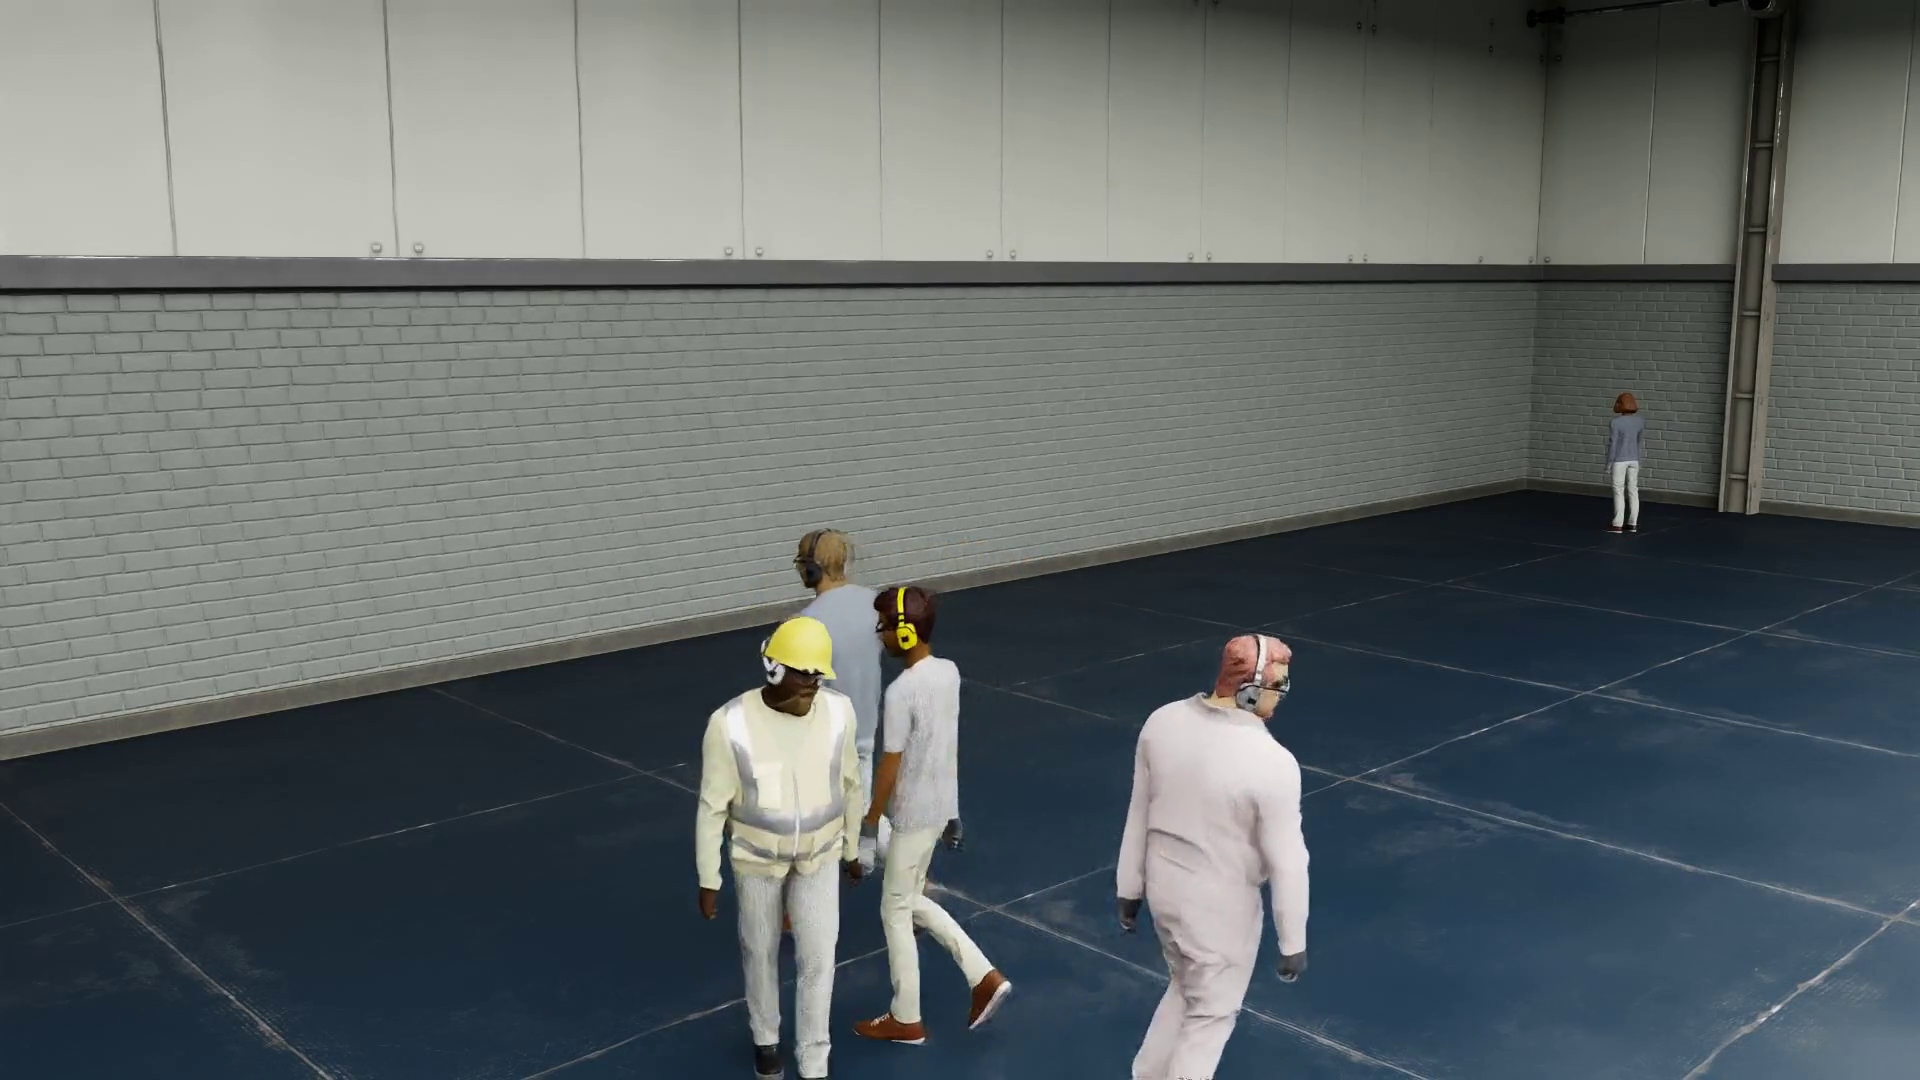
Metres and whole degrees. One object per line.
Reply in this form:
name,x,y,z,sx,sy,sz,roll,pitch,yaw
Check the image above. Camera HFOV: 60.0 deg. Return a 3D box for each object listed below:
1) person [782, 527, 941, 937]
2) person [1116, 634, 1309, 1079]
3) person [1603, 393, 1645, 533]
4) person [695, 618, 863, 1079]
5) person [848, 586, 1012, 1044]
person,-0.493,0.893,7.425,0.768,1.914,0.638,7,11,36
person,0.833,1.227,5.506,0.488,1.866,0.662,-6,11,-35
person,7.740,-0.897,19.391,0.503,1.632,0.271,-3,10,-20
person,-0.629,1.179,6.026,0.648,1.784,0.785,-3,10,-17
person,-0.145,1.085,6.432,0.550,1.846,0.548,4,10,22
